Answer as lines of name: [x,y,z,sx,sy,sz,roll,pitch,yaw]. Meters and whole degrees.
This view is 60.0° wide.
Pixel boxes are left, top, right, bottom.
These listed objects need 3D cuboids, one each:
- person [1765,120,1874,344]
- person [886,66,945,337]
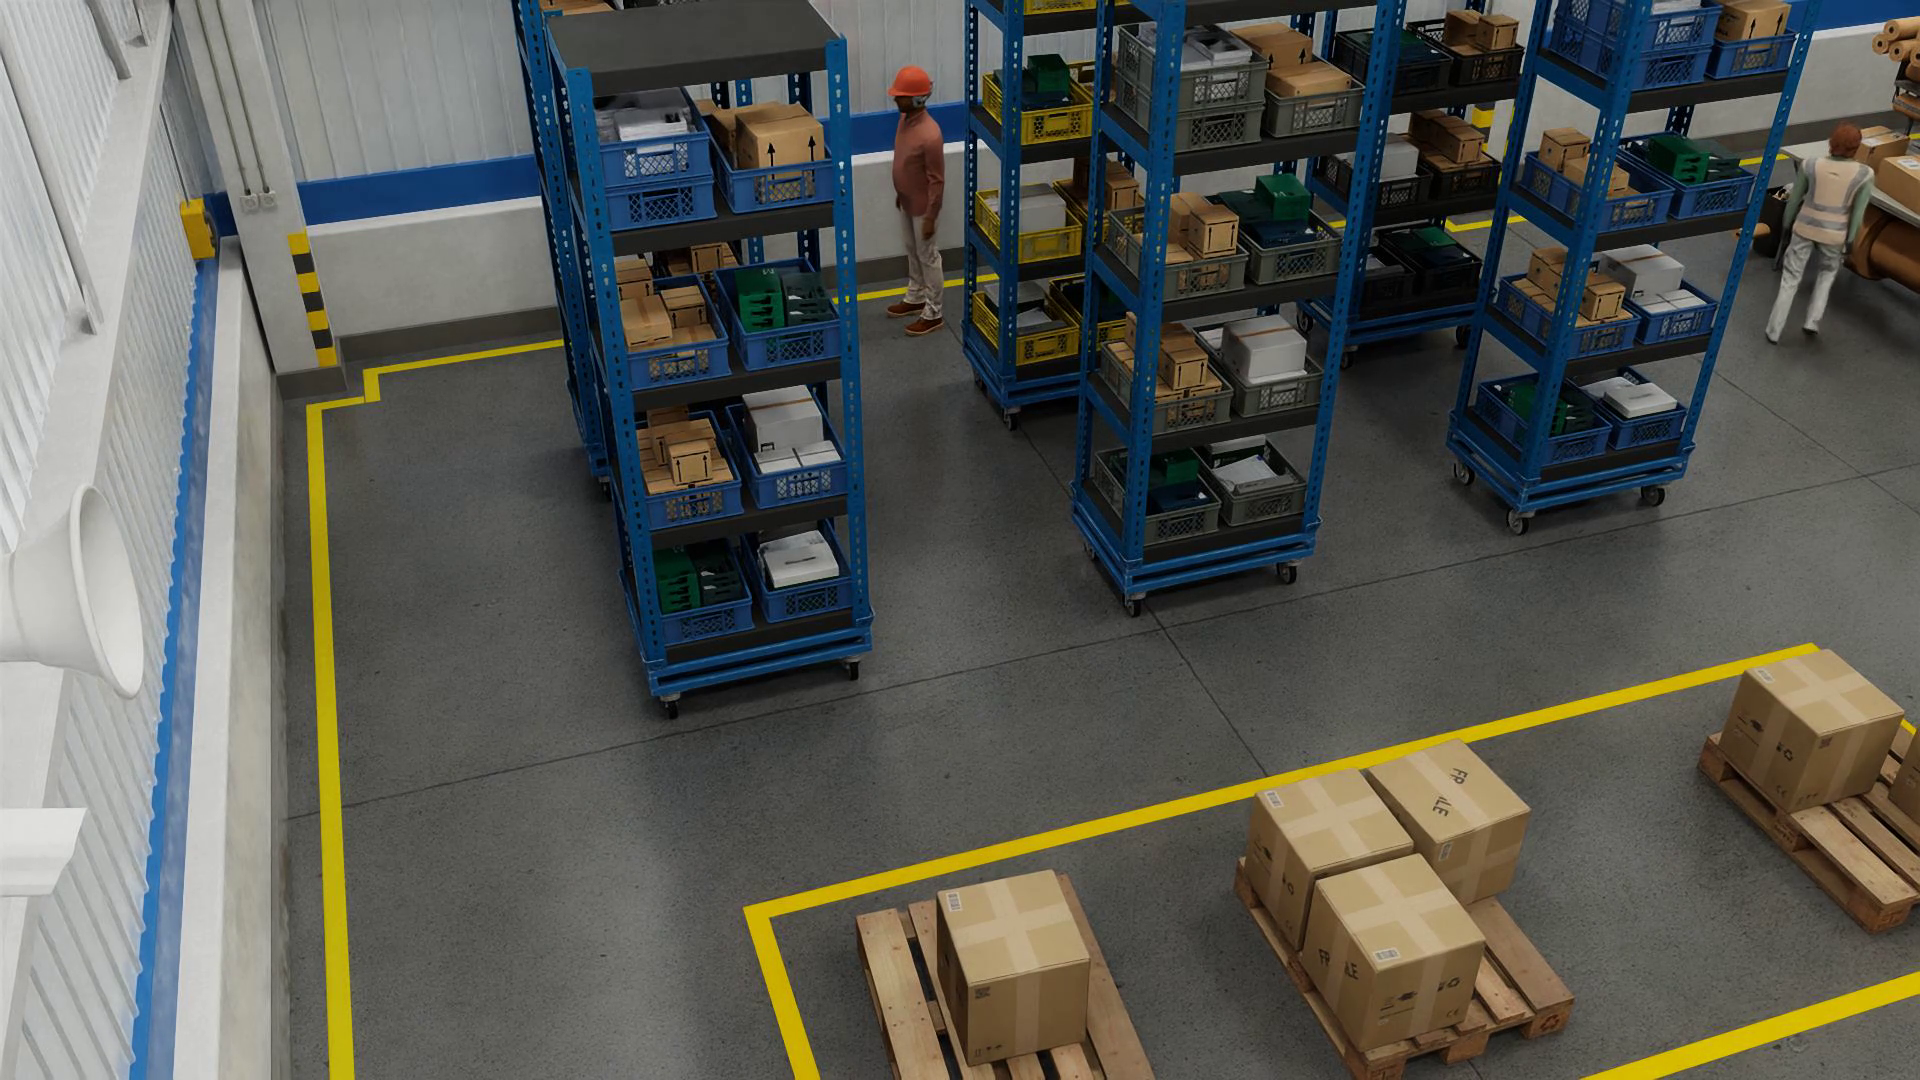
person: [6.175,-2.196,11.997,0.524,1.602,0.501,20,40,26]
person: [-0.317,-2.448,12.017,0.381,1.996,0.608,-14,38,-19]
